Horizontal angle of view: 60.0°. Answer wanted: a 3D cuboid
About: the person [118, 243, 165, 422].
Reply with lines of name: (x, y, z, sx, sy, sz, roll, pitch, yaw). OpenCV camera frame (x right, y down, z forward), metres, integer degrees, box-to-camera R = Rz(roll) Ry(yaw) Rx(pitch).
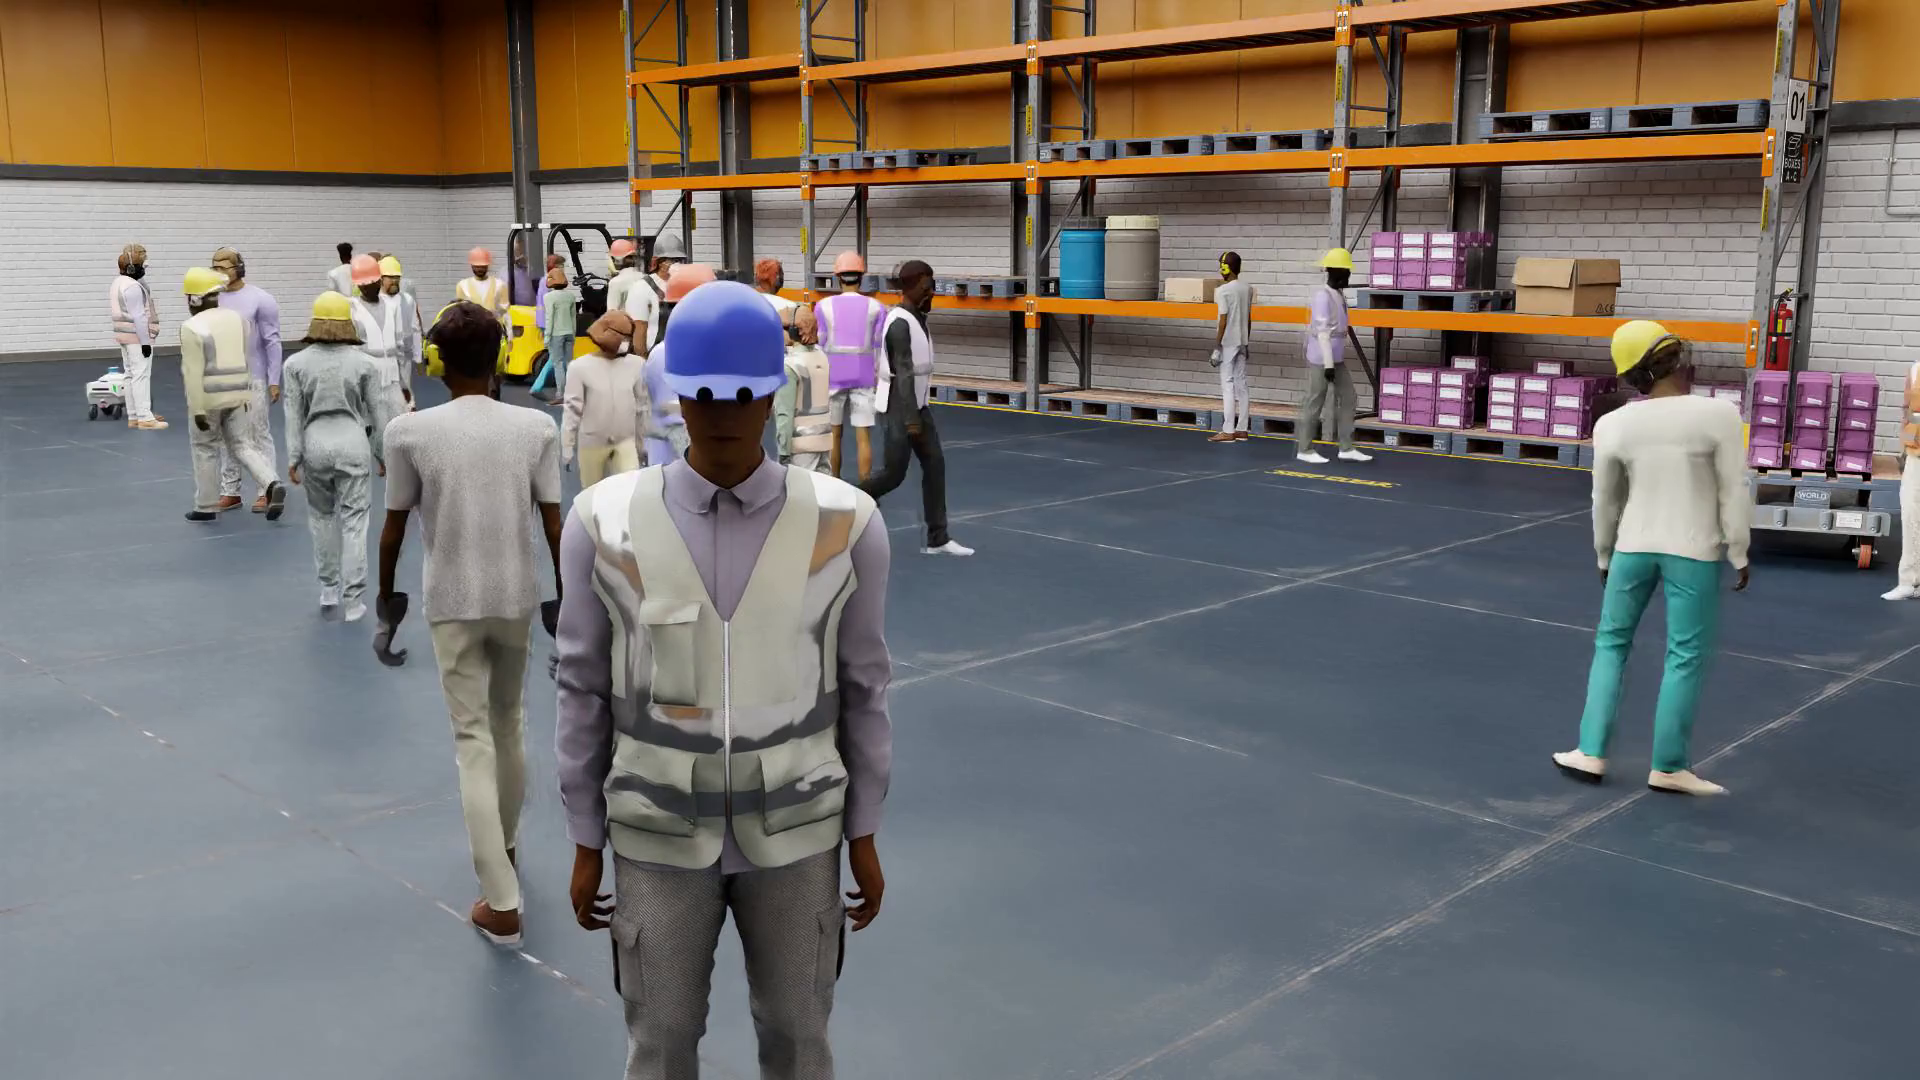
person: (-8.912, -2.237, 18.018, 0.356, 1.938, 0.633, -7, 12, -32)

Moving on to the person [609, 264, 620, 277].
person: (-3.807, -2.290, 18.794, 0.377, 1.750, 0.558, -4, 11, -20)

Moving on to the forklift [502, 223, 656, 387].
forklift: (-5.316, -3.263, 22.920, 2.313, 2.155, 1.214, -10, 14, -44)

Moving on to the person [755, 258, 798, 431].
person: (-1.490, -1.240, 12.800, 0.595, 1.853, 0.851, 4, 11, 21)

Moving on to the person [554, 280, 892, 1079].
person: (-0.418, 0.513, 3.005, 0.603, 1.946, 0.389, -2, 11, -8)

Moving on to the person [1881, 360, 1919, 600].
person: (5.493, -0.464, 9.253, 0.678, 1.607, 0.538, -4, 11, -22)

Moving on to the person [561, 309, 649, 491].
person: (-1.997, -0.516, 9.552, 0.557, 1.591, 0.791, -6, 12, -30)

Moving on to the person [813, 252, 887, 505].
person: (-0.820, -1.187, 12.467, 0.575, 1.909, 0.697, -1, 10, -4)

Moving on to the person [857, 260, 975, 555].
person: (-0.391, -0.824, 10.496, 0.890, 1.882, 0.579, 3, 11, 15)

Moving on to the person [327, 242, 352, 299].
person: (-8.822, -3.347, 24.111, 0.616, 1.933, 0.943, -2, 11, -12)

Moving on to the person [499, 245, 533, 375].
person: (-6.282, -3.242, 23.714, 0.407, 1.882, 0.746, 1, 10, 3)

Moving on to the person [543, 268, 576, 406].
person: (-4.771, -2.419, 19.847, 0.264, 1.632, 0.508, 6, 12, 29)

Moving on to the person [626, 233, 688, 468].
person: (-2.251, -1.397, 13.163, 0.538, 2.000, 0.684, 9, 14, 40)

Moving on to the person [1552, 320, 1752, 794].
person: (2.526, 0.076, 6.040, 0.627, 1.722, 0.344, 10, 14, 43)

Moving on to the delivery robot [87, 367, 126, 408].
delivery robot: (-9.397, -1.680, 18.504, 0.477, 0.478, 0.707, 0, 10, -2)

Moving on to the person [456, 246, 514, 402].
person: (-5.169, -2.236, 18.120, 0.587, 1.904, 0.845, -3, 11, -18)

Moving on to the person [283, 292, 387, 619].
person: (-3.319, -0.457, 8.904, 0.505, 1.719, 0.654, -3, 11, -15)

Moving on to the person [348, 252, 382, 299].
person: (-7.829, -2.917, 22.092, 0.644, 1.805, 0.599, 2, 11, 13)

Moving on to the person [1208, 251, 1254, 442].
person: (2.658, -1.888, 16.323, 0.519, 1.865, 0.331, -9, 14, -40)

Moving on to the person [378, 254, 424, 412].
person: (-6.174, -2.212, 18.207, 0.531, 1.814, 0.911, 0, 10, 2)

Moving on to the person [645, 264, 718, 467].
person: (-1.136, -0.271, 7.439, 0.858, 1.896, 0.552, 3, 11, 16)

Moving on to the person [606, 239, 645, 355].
person: (-3.461, -2.109, 17.208, 0.485, 1.976, 0.645, 4, 11, 23)

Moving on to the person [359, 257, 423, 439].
person: (-5.279, -1.713, 15.472, 0.426, 1.821, 0.617, 9, 14, 40)

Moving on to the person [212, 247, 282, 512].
person: (-5.279, -1.163, 12.166, 0.637, 1.937, 0.357, 1, 10, 4)

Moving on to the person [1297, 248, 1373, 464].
person: (3.348, -1.603, 14.641, 0.785, 1.897, 0.623, 6, 12, 29)

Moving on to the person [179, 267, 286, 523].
person: (-5.126, -0.990, 11.579, 0.760, 1.812, 0.598, 5, 12, 25)

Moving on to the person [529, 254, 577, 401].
person: (-5.004, -2.611, 20.481, 0.708, 1.805, 0.566, -5, 11, -25)

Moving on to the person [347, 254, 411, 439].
person: (-4.494, -1.222, 12.637, 0.905, 1.895, 0.582, 7, 13, 35)

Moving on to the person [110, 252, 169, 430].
person: (-8.608, -2.077, 17.413, 0.429, 1.844, 0.626, -10, 14, -42)

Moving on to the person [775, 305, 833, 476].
person: (-0.873, -0.496, 9.370, 0.314, 1.637, 0.515, 4, 11, 23)

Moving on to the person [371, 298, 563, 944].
person: (-1.470, 0.209, 4.974, 0.547, 1.832, 0.903, -6, 12, -30)
